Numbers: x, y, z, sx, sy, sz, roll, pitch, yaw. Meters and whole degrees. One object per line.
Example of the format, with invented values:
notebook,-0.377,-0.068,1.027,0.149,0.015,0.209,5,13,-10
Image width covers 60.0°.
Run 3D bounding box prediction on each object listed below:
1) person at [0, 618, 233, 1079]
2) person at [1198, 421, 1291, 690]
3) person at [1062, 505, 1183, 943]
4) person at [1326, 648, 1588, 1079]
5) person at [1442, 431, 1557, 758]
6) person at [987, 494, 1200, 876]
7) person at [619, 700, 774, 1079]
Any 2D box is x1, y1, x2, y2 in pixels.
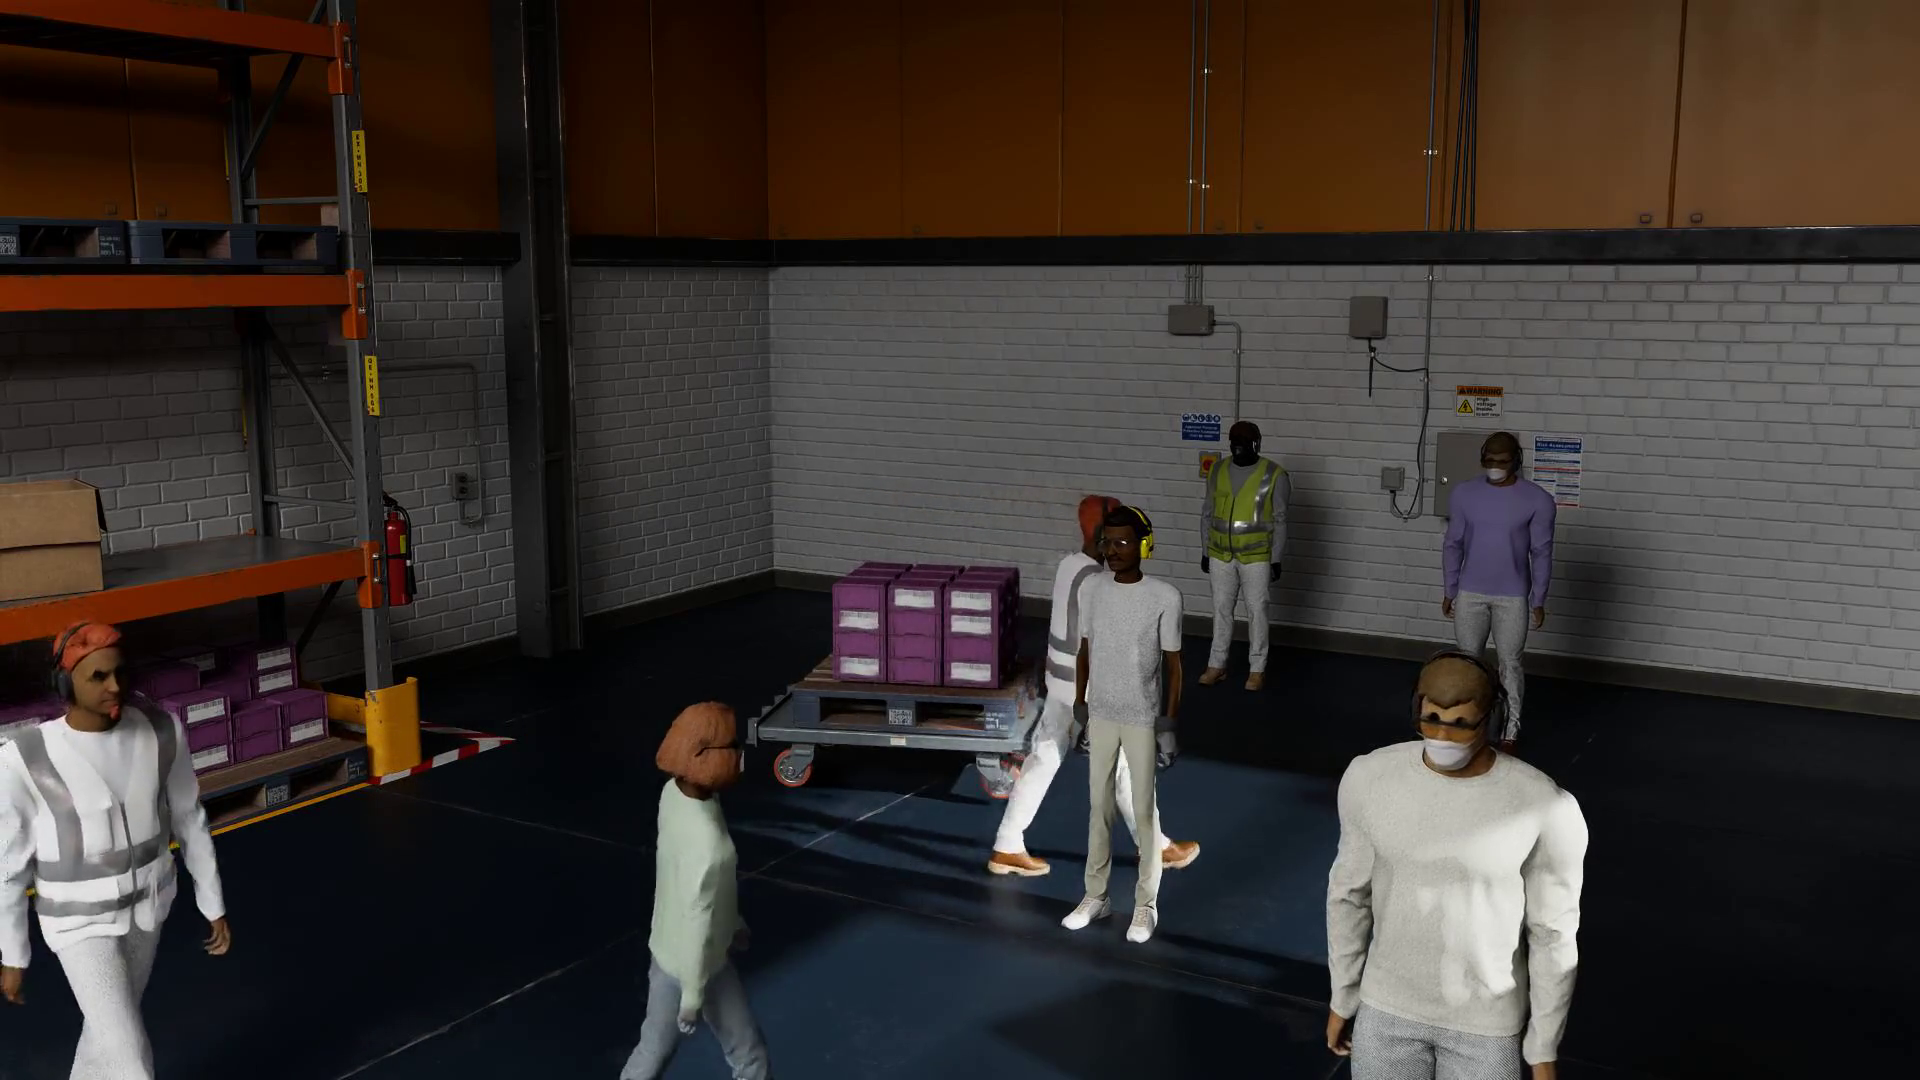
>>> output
person,-2.528,1.136,4.992,0.980,1.832,0.598,5,11,31
person,1.926,0.103,11.398,0.622,1.845,0.429,5,11,30
person,0.697,0.776,7.107,0.514,1.873,0.329,5,11,30
person,1.219,1.211,4.202,0.627,1.935,0.373,5,11,30
person,3.122,0.327,9.718,0.627,1.935,0.373,5,11,30
person,0.597,0.692,7.790,1.027,1.829,0.570,-2,9,-14
person,-0.768,1.254,5.010,0.845,1.587,0.502,-4,10,-24
